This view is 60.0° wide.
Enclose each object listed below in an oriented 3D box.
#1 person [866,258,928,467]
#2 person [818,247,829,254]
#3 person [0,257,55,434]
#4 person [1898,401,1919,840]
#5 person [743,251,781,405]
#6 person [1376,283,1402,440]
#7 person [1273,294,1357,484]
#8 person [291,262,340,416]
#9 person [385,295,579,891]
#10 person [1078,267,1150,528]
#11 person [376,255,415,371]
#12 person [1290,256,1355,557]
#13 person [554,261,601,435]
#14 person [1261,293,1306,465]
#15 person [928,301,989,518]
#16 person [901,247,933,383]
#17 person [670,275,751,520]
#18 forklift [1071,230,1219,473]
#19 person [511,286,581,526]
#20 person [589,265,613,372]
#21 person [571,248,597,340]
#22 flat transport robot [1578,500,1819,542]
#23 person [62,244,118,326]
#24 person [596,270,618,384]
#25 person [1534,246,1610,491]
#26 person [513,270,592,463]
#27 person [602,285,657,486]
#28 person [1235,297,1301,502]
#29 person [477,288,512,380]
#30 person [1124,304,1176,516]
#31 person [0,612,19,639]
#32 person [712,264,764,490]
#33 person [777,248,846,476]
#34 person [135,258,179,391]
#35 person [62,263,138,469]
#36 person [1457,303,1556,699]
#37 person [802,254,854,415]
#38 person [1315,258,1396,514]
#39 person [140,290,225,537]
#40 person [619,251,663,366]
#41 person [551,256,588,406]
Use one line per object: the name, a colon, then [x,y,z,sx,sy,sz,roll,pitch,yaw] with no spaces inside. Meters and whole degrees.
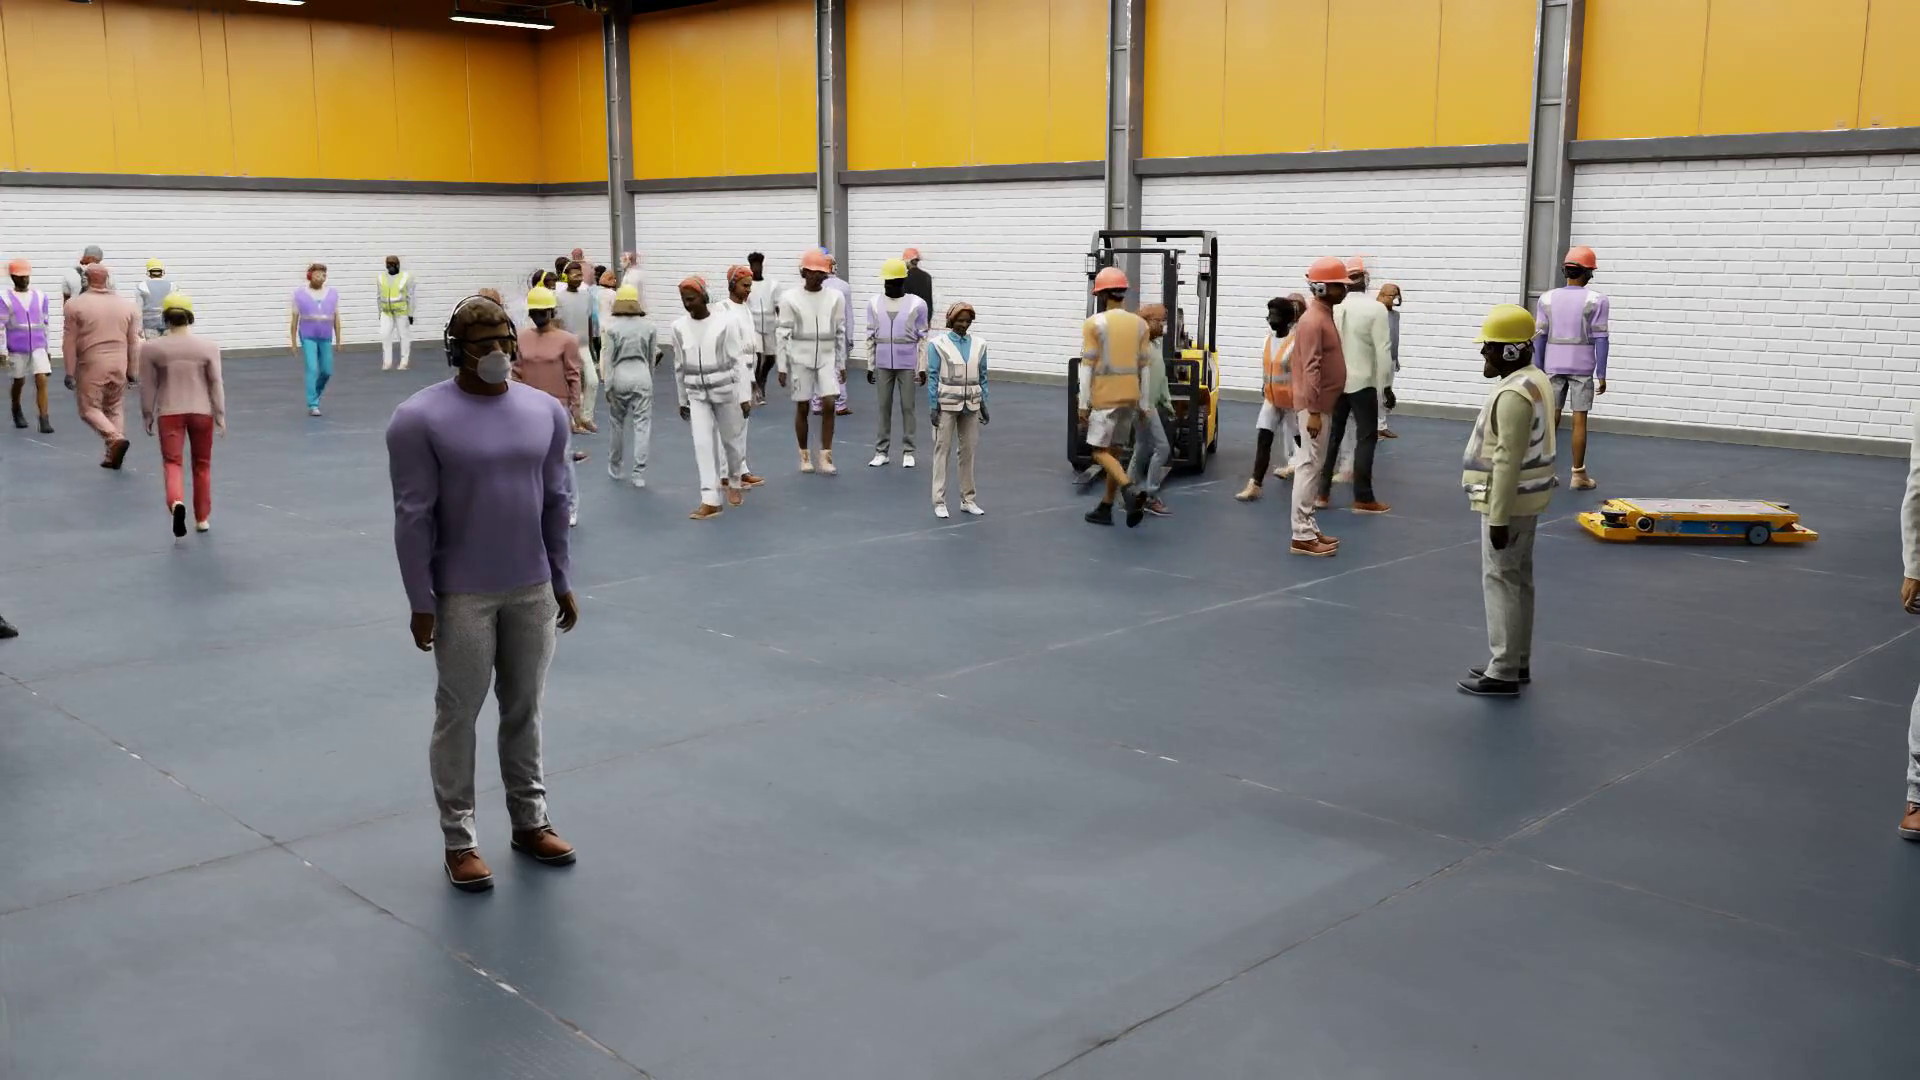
person: [-0.586,-1.625,15.326,0.588,1.923,0.383,3,11,14]
person: [-2.095,-3.418,25.032,0.389,1.949,0.604,-4,11,-22]
person: [-10.206,-2.124,18.125,0.556,1.903,0.938,-10,14,-43]
person: [3.612,0.118,5.781,0.630,1.940,0.370,4,11,22]
person: [-2.563,-2.717,21.243,0.623,1.940,0.795,-3,11,-18]
person: [4.458,-1.868,17.440,0.264,1.632,0.507,10,14,42]
person: [3.096,-1.365,14.187,0.808,1.813,0.637,-6,12,-29]
person: [-7.719,-2.400,19.850,0.600,1.817,0.630,-9,13,-39]
person: [-1.549,0.167,5.516,0.632,1.940,0.372,-10,15,-44]
person: [1.164,-1.007,12.016,0.578,1.908,0.777,-6,12,-29]
person: [-8.870,-3.541,26.065,0.645,1.811,0.739,1,10,4]
person: [2.417,-0.898,11.164,0.390,1.992,0.624,3,11,18]
person: [-4.056,-2.032,17.730,0.565,1.849,0.603,-9,14,-42]
person: [2.953,-1.384,14.810,0.557,1.612,0.559,5,12,26]
person: [-0.016,-0.991,12.644,0.512,1.640,0.309,-6,12,-28]
person: [-0.579,-3.193,23.770,0.639,1.964,0.767,-10,14,-42]
person: [-1.885,-1.120,12.815,0.666,1.834,0.960,2,11,12]
forklift: [1.804,-1.825,15.677,1.214,2.155,2.313,2,11,13]
person: [-3.041,-0.976,12.218,0.525,1.768,0.317,2,11,8]
person: [-5.564,-3.408,25.733,0.591,1.677,0.337,8,13,38]
person: [-6.935,-4.364,30.316,0.645,1.905,0.400,-7,12,-33]
flat transport robot: [5.205,-0.146,11.768,1.431,0.197,0.652,1,10,5]
person: [-11.975,-3.083,22.954,0.712,2.000,0.621,-4,11,-20]
person: [-4.995,-3.026,23.755,0.500,1.633,0.285,10,14,42]
person: [5.144,-1.439,13.982,0.616,2.041,0.383,9,14,41]
person: [-3.852,-1.574,15.345,0.922,1.809,0.576,-2,11,-12]
person: [-2.862,-1.340,14.373,0.494,1.700,0.847,-4,11,-21]
person: [2.650,-1.133,13.407,0.876,1.650,0.536,-7,13,-34]
person: [-4.817,-1.811,17.234,0.887,1.592,0.529,4,11,19]
person: [1.496,-0.984,12.670,0.560,1.613,0.503,3,11,18]
person: [-5.510,-0.428,8.879,0.971,1.904,0.537,6,12,31]
person: [-1.874,-1.370,14.033,0.355,1.887,0.574,3,11,17]
person: [-1.285,-1.554,14.706,0.650,2.004,0.851,-3,11,-17]
person: [-11.019,-2.959,22.891,0.586,1.824,0.404,-8,13,-39]
person: [-7.712,-1.547,15.004,0.647,1.884,0.655,7,12,33]
person: [2.532,-0.177,7.720,0.403,1.824,0.599,6,12,28]
person: [-1.558,-2.431,19.770,0.652,1.906,0.403,2,11,13]
person: [3.021,-1.174,12.818,0.437,1.959,0.684,-8,13,-37]
person: [-5.475,-0.879,11.745,0.533,1.751,0.687,-5,11,-25]
person: [-5.093,-3.593,26.179,0.648,1.879,0.664,-1,10,-8]
person: [-4.924,-2.615,20.874,0.577,1.876,0.982,-4,11,-22]
